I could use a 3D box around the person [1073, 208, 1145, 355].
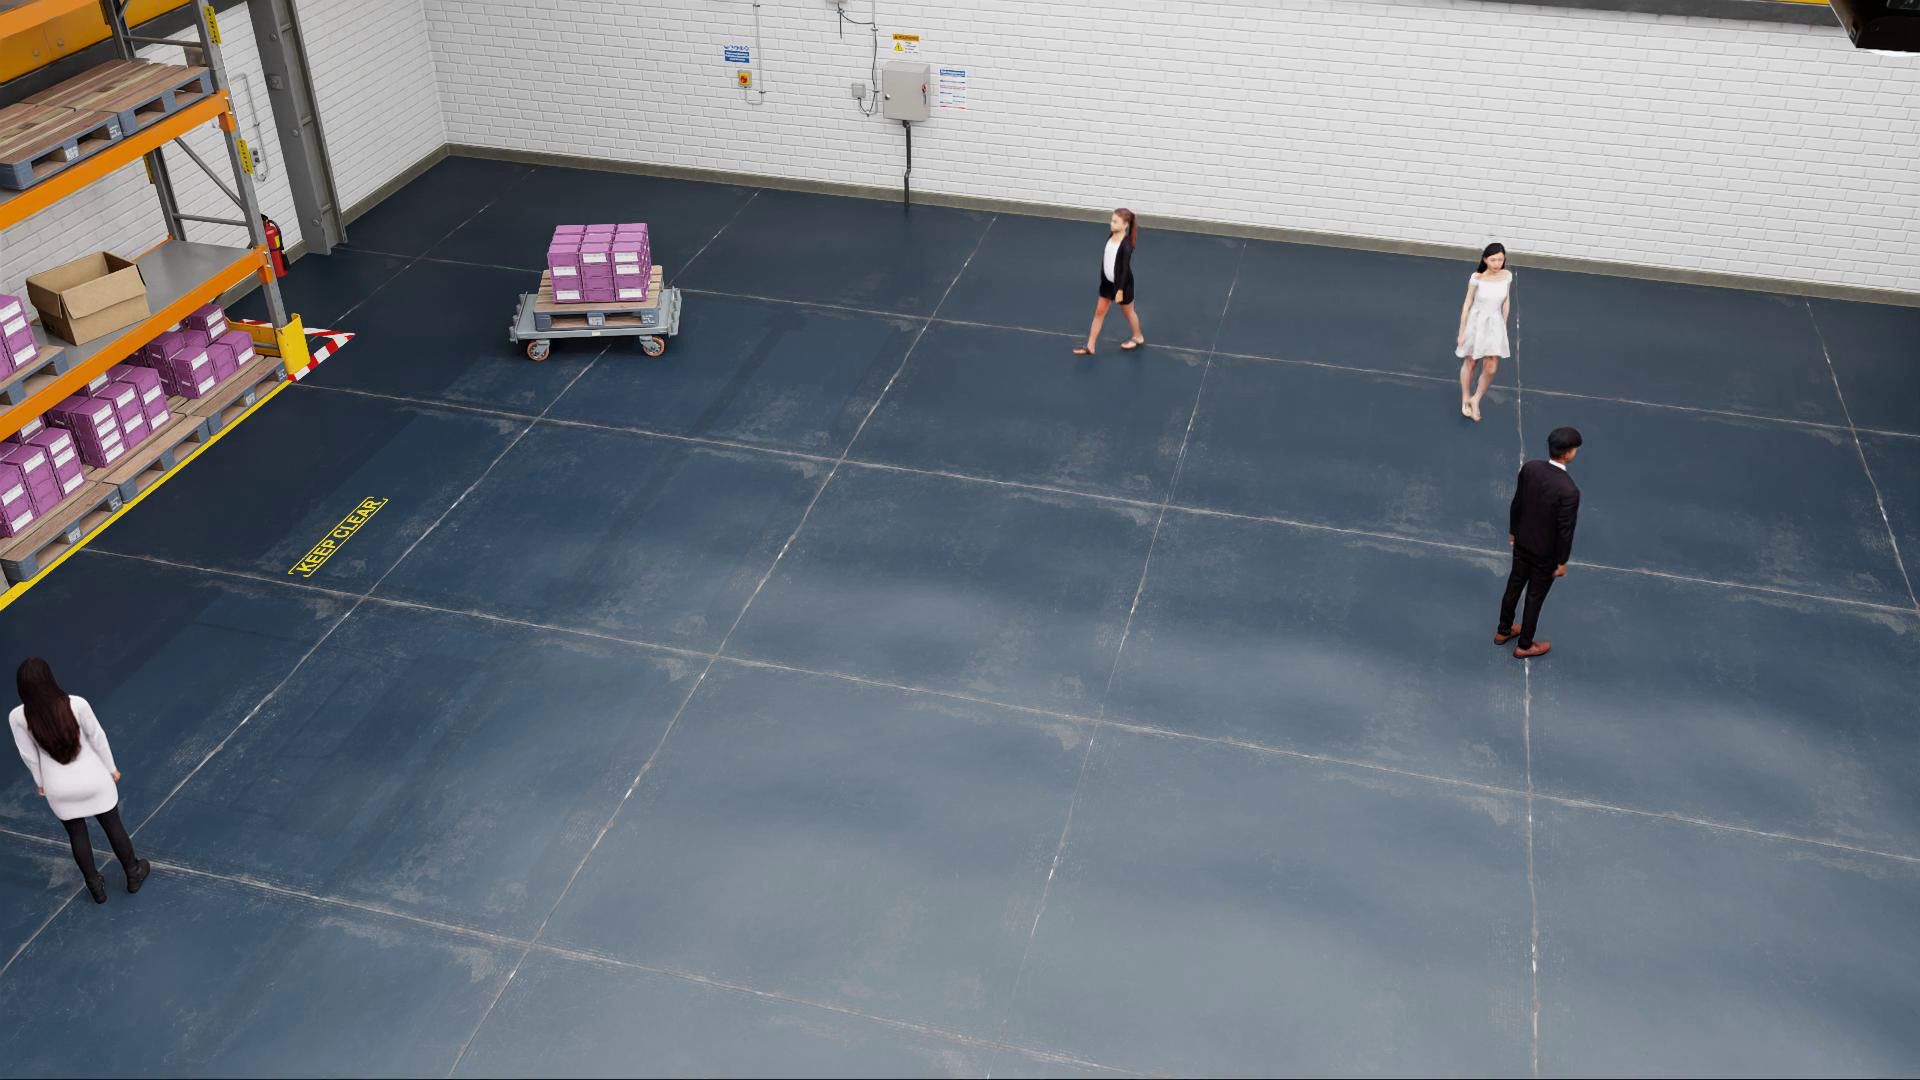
[{"bbox_3d":[1.628,-2.535,16.407,1.053,1.514,1.006,-17,37,-24],"label":"person"}]

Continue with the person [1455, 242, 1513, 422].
[{"bbox_3d":[4.769,-1.940,15.289,0.728,1.760,0.788,0,34,0],"label":"person"}]

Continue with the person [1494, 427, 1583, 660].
[{"bbox_3d":[4.247,0.018,12.233,0.819,1.882,0.750,-17,37,-23],"label":"person"}]

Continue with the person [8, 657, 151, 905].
[{"bbox_3d":[-5.393,1.467,10.120,0.683,1.807,0.707,-12,35,-18],"label":"person"}]
